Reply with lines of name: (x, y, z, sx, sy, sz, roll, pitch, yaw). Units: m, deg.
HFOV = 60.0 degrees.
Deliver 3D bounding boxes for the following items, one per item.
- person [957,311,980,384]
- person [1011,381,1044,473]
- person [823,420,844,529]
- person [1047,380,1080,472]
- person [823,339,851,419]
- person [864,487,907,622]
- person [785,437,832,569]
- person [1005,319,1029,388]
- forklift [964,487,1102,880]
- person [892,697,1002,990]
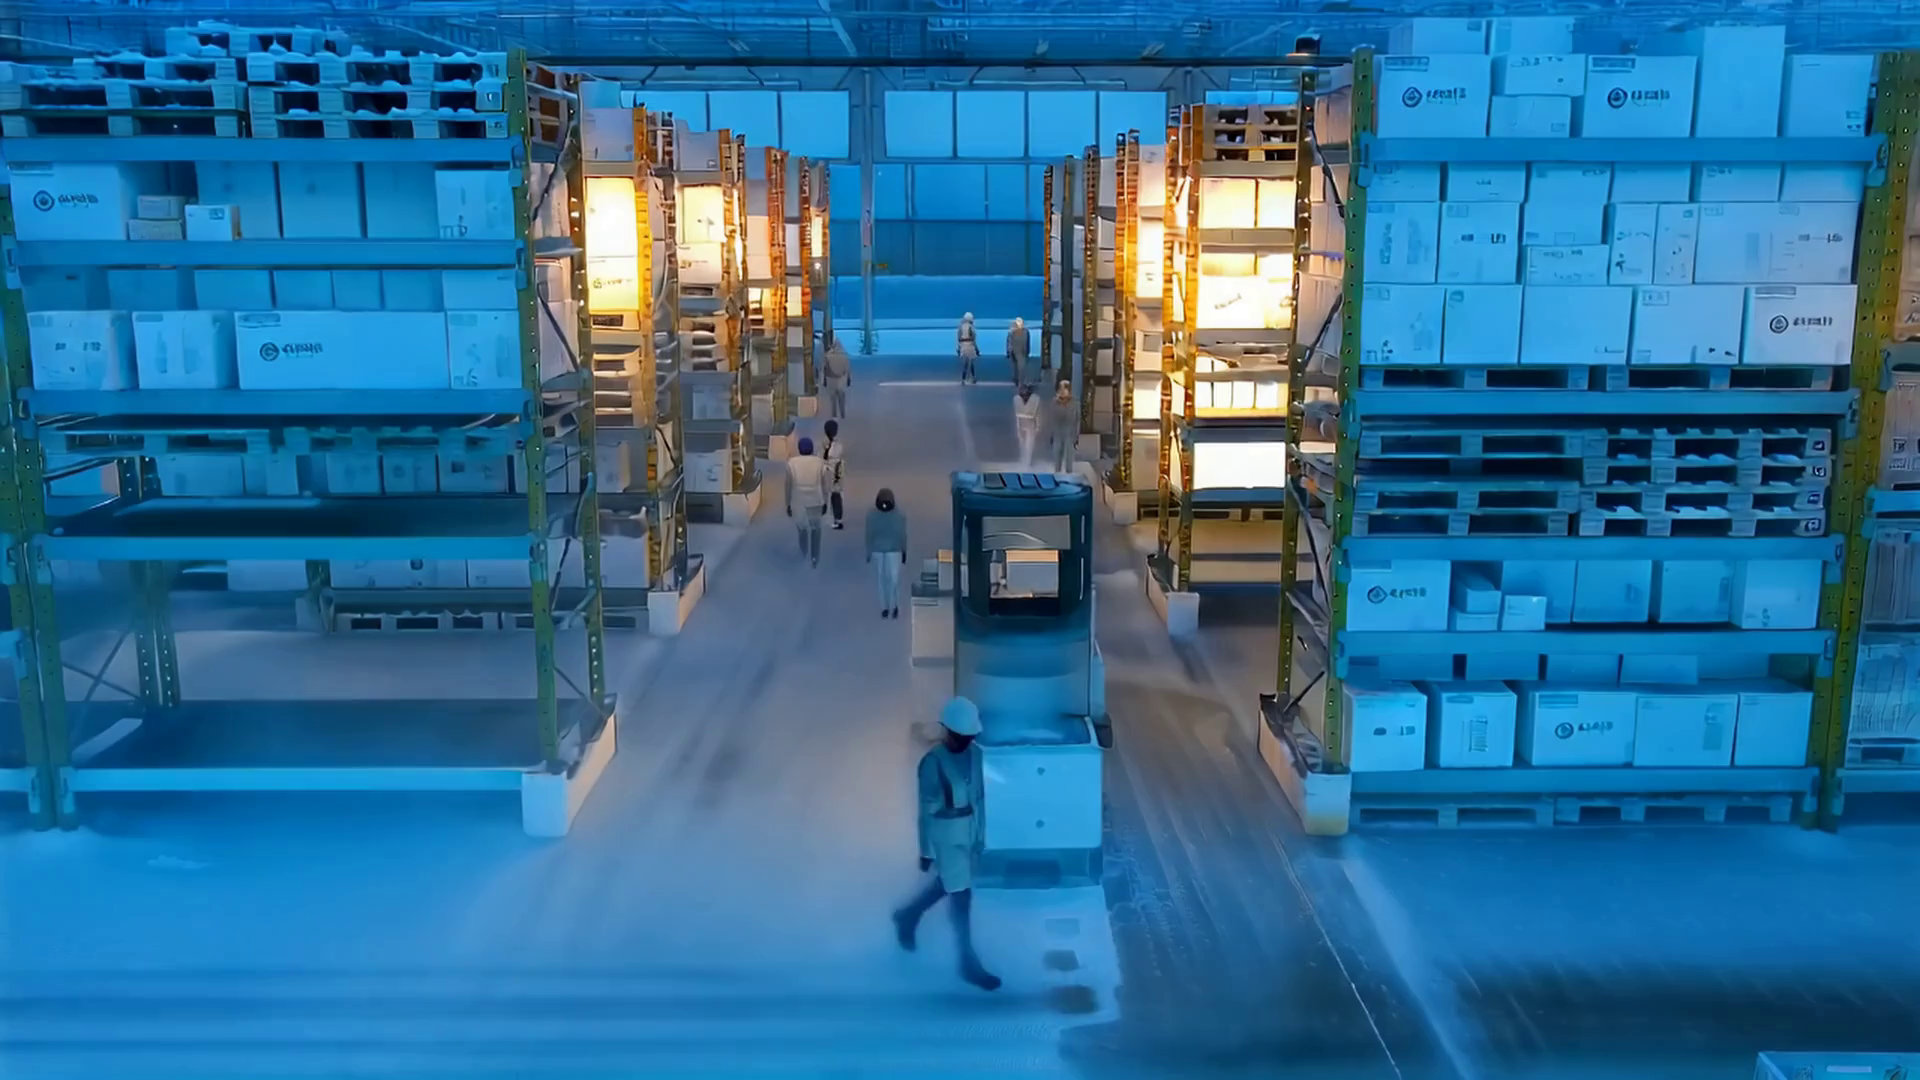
person: (0.273, -5.378, 46.490, 0.637, 2.018, 0.824, 7, 13, 30)
person: (1.215, -2.004, 30.353, 0.579, 1.781, 0.941, 6, 13, 26)
person: (-1.962, -1.018, 25.711, 0.317, 1.691, 0.535, -4, 12, -20)
person: (1.860, -1.892, 29.503, 0.642, 1.909, 0.410, -7, 13, -31)
person: (-2.880, -3.758, 38.887, 0.659, 1.855, 1.017, -1, 11, -5)
person: (-0.904, 0.178, 19.980, 0.504, 1.618, 0.558, 2, 12, 10)
person: (-2.089, -0.516, 22.957, 0.645, 1.808, 0.933, -1, 11, -6)
person: (1.577, -5.140, 45.684, 0.663, 1.881, 0.800, 0, 11, 2)
forklift: (0.495, 0.986, 12.813, 1.129, 2.768, 1.873, 0, 11, -2)
person: (-0.106, 1.895, 10.807, 0.946, 1.893, 0.547, 9, 15, 39)
